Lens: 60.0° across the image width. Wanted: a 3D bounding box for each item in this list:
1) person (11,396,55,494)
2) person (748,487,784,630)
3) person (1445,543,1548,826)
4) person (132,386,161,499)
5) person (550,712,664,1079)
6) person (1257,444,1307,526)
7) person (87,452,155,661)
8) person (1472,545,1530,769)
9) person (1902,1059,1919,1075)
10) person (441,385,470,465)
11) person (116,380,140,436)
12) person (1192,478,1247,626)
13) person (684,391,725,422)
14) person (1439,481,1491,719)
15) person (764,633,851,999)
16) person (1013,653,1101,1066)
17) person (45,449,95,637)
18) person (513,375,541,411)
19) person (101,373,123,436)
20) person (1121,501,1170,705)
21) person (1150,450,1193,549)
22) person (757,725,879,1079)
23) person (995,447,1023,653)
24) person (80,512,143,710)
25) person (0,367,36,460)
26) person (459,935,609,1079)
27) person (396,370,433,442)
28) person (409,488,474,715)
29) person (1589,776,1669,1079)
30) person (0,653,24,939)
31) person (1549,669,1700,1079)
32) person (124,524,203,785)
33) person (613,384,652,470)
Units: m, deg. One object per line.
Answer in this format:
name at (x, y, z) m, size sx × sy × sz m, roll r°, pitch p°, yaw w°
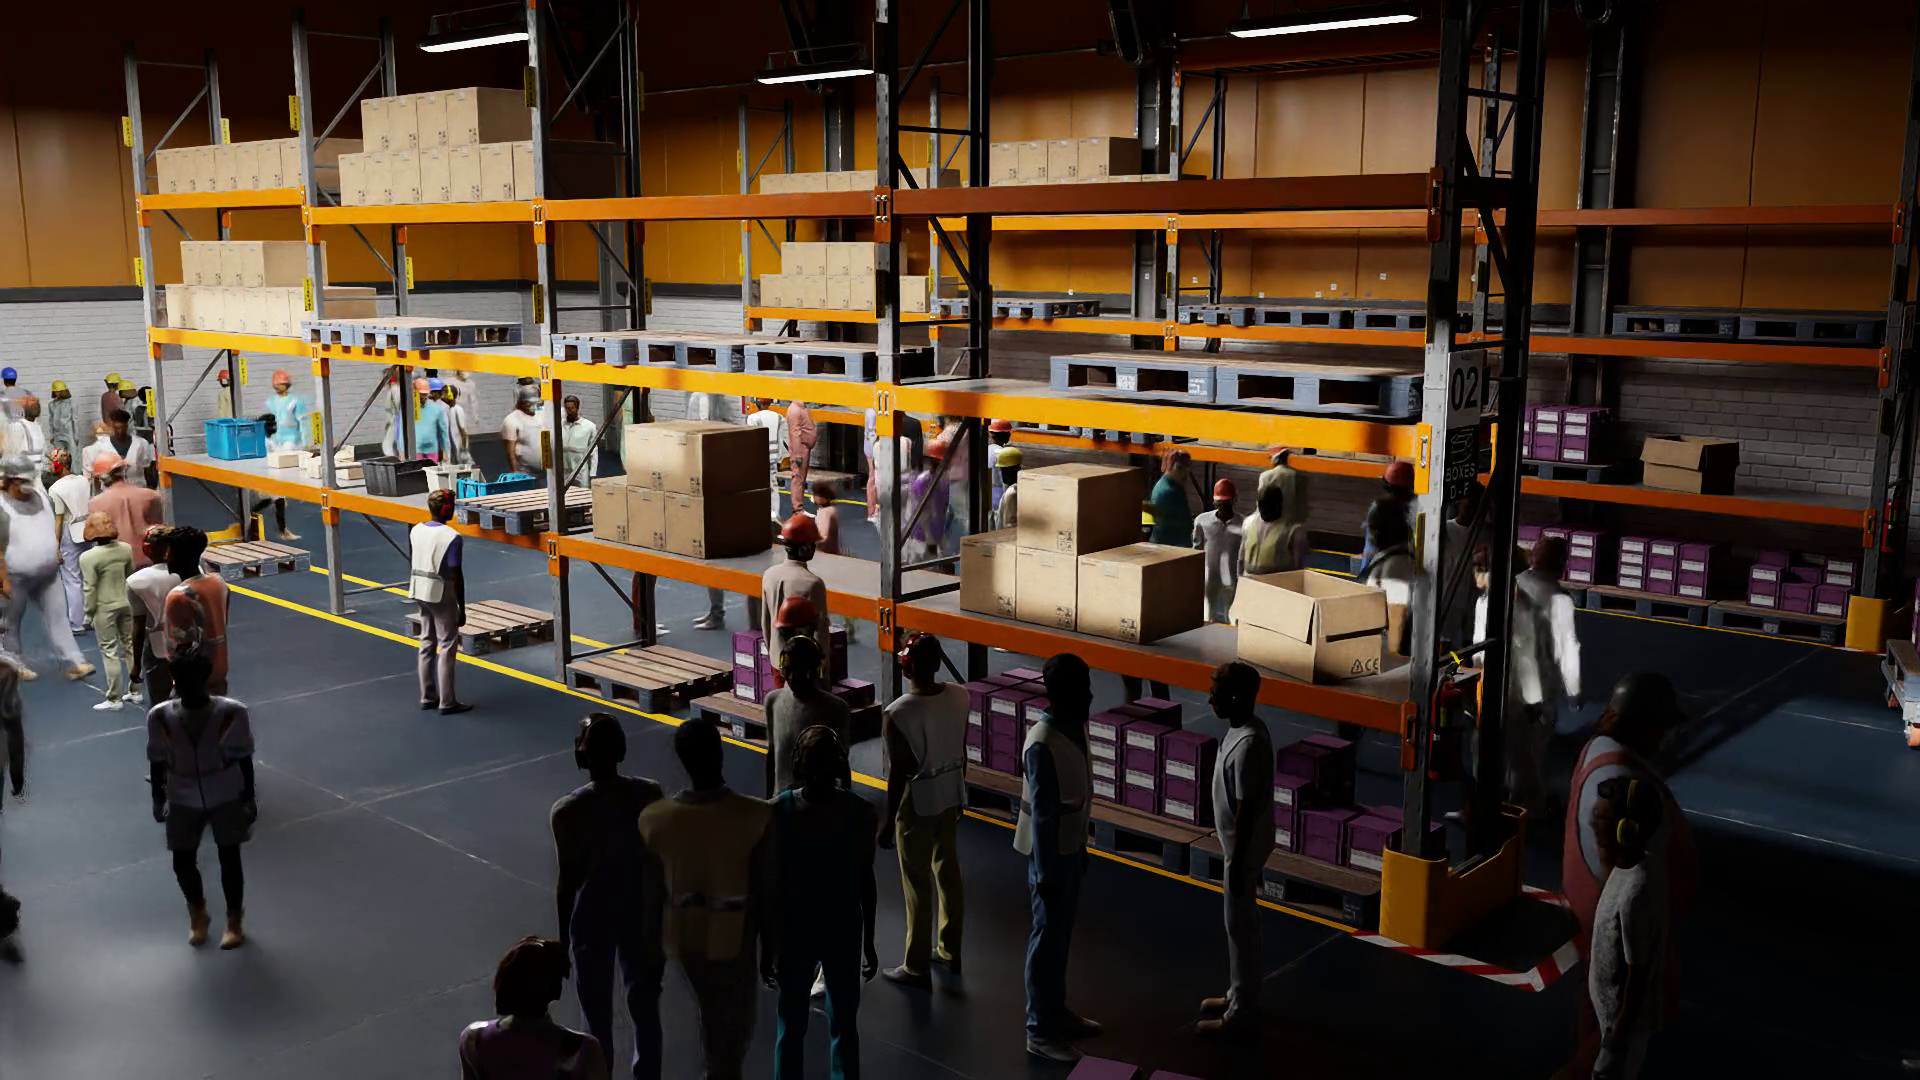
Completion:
person at (-11.806, -0.904, 21.284) m, size 0.647 × 1.861 × 0.605 m, roll 0°, pitch 10°, yaw -2°
person at (-1.727, 0.344, 14.372) m, size 0.404 × 1.823 × 0.587 m, roll -4°, pitch 11°, yaw -21°
person at (3.502, 0.951, 10.826) m, size 0.786 × 1.857 × 0.671 m, roll 2°, pitch 10°, yaw 9°
person at (-12.162, -1.465, 24.943) m, size 0.540 × 1.695 × 0.317 m, roll 6°, pitch 12°, yaw 32°
person at (-1.491, 1.622, 7.071) m, size 0.507 × 1.847 × 0.345 m, roll -8°, pitch 13°, yaw -39°
person at (3.419, -0.211, 17.824) m, size 0.603 × 1.693 × 0.835 m, roll -2°, pitch 10°, yaw -13°
person at (-7.448, 0.185, 14.932) m, size 0.618 × 1.947 × 0.864 m, roll -9°, pitch 14°, yaw -43°
person at (3.799, 0.897, 11.448) m, size 0.555 × 1.751 × 0.378 m, roll 2°, pitch 10°, yaw 9°
person at (4.442, 1.591, 7.269) m, size 0.388 × 1.837 × 0.563 m, roll 5°, pitch 11°, yaw 25°
person at (-7.063, -1.259, 23.375) m, size 0.397 × 1.850 × 0.541 m, roll -7°, pitch 12°, yaw -34°
person at (-12.721, -1.587, 25.523) m, size 0.319 × 1.739 × 0.484 m, roll -10°, pitch 14°, yaw -44°
person at (2.311, 0.324, 14.665) m, size 0.560 × 1.753 × 0.328 m, roll 2°, pitch 10°, yaw 11°
person at (-4.302, -2.094, 28.064) m, size 0.685 × 1.864 × 0.873 m, roll -3°, pitch 10°, yaw -16°
person at (3.986, 0.475, 13.239) m, size 0.599 × 1.959 × 0.368 m, roll -1°, pitch 10°, yaw -5°
person at (-0.786, 1.379, 8.417) m, size 0.509 × 1.860 × 0.334 m, roll 5°, pitch 11°, yaw 26°
person at (0.457, 1.460, 7.781) m, size 0.390 × 1.919 × 0.591 m, roll 3°, pitch 11°, yaw 17°
person at (-8.595, 0.026, 16.132) m, size 0.394 × 1.836 × 0.560 m, roll 1°, pitch 10°, yaw 3°
person at (-7.346, -2.063, 28.237) m, size 0.487 × 1.728 × 0.322 m, roll 1°, pitch 10°, yaw 5°
person at (-13.490, -1.790, 26.588) m, size 0.528 × 1.767 × 0.330 m, roll 7°, pitch 12°, yaw 34°
person at (1.328, 0.669, 12.228) m, size 0.589 × 1.927 × 0.388 m, roll -3°, pitch 11°, yaw -19°
person at (2.092, 0.090, 15.682) m, size 0.789 × 1.868 × 0.634 m, roll 2°, pitch 10°, yaw 12°
person at (-0.580, 1.658, 6.870) m, size 0.508 × 1.846 × 0.345 m, roll -2°, pitch 10°, yaw -12°
person at (0.491, 0.092, 15.502) m, size 0.377 × 1.920 × 0.594 m, roll 2°, pitch 10°, yaw 13°
person at (-6.938, 0.577, 13.574) m, size 0.283 × 1.634 × 0.498 m, roll 4°, pitch 11°, yaw 20°
person at (-14.361, -1.653, 25.293) m, size 0.389 × 1.949 × 0.604 m, roll 7°, pitch 12°, yaw 33°
person at (-1.320, 2.047, 5.258) m, size 0.510 × 1.639 × 0.308 m, roll 2°, pitch 10°, yaw 12°
person at (-7.780, -1.425, 23.750) m, size 0.688 × 2.000 × 0.536 m, roll 5°, pitch 11°, yaw 27°
person at (-4.214, 0.503, 13.448) m, size 0.560 × 1.836 × 0.399 m, roll 7°, pitch 12°, yaw 33°
person at (2.411, 1.777, 6.127) m, size 0.328 × 1.872 × 0.515 m, roll 4°, pitch 11°, yaw 22°
person at (-5.380, 1.231, 9.094) m, size 0.823 × 1.916 × 0.546 m, roll 8°, pitch 13°, yaw 38°
person at (2.861, 1.517, 7.111) m, size 0.536 × 2.000 × 0.689 m, roll 2°, pitch 10°, yaw 8°
person at (-5.549, 0.803, 11.698) m, size 0.377 × 1.844 × 0.570 m, roll 6°, pitch 12°, yaw 32°
person at (-5.473, -2.199, 28.124) m, size 0.684 × 2.000 × 0.536 m, roll -9°, pitch 13°, yaw -41°
